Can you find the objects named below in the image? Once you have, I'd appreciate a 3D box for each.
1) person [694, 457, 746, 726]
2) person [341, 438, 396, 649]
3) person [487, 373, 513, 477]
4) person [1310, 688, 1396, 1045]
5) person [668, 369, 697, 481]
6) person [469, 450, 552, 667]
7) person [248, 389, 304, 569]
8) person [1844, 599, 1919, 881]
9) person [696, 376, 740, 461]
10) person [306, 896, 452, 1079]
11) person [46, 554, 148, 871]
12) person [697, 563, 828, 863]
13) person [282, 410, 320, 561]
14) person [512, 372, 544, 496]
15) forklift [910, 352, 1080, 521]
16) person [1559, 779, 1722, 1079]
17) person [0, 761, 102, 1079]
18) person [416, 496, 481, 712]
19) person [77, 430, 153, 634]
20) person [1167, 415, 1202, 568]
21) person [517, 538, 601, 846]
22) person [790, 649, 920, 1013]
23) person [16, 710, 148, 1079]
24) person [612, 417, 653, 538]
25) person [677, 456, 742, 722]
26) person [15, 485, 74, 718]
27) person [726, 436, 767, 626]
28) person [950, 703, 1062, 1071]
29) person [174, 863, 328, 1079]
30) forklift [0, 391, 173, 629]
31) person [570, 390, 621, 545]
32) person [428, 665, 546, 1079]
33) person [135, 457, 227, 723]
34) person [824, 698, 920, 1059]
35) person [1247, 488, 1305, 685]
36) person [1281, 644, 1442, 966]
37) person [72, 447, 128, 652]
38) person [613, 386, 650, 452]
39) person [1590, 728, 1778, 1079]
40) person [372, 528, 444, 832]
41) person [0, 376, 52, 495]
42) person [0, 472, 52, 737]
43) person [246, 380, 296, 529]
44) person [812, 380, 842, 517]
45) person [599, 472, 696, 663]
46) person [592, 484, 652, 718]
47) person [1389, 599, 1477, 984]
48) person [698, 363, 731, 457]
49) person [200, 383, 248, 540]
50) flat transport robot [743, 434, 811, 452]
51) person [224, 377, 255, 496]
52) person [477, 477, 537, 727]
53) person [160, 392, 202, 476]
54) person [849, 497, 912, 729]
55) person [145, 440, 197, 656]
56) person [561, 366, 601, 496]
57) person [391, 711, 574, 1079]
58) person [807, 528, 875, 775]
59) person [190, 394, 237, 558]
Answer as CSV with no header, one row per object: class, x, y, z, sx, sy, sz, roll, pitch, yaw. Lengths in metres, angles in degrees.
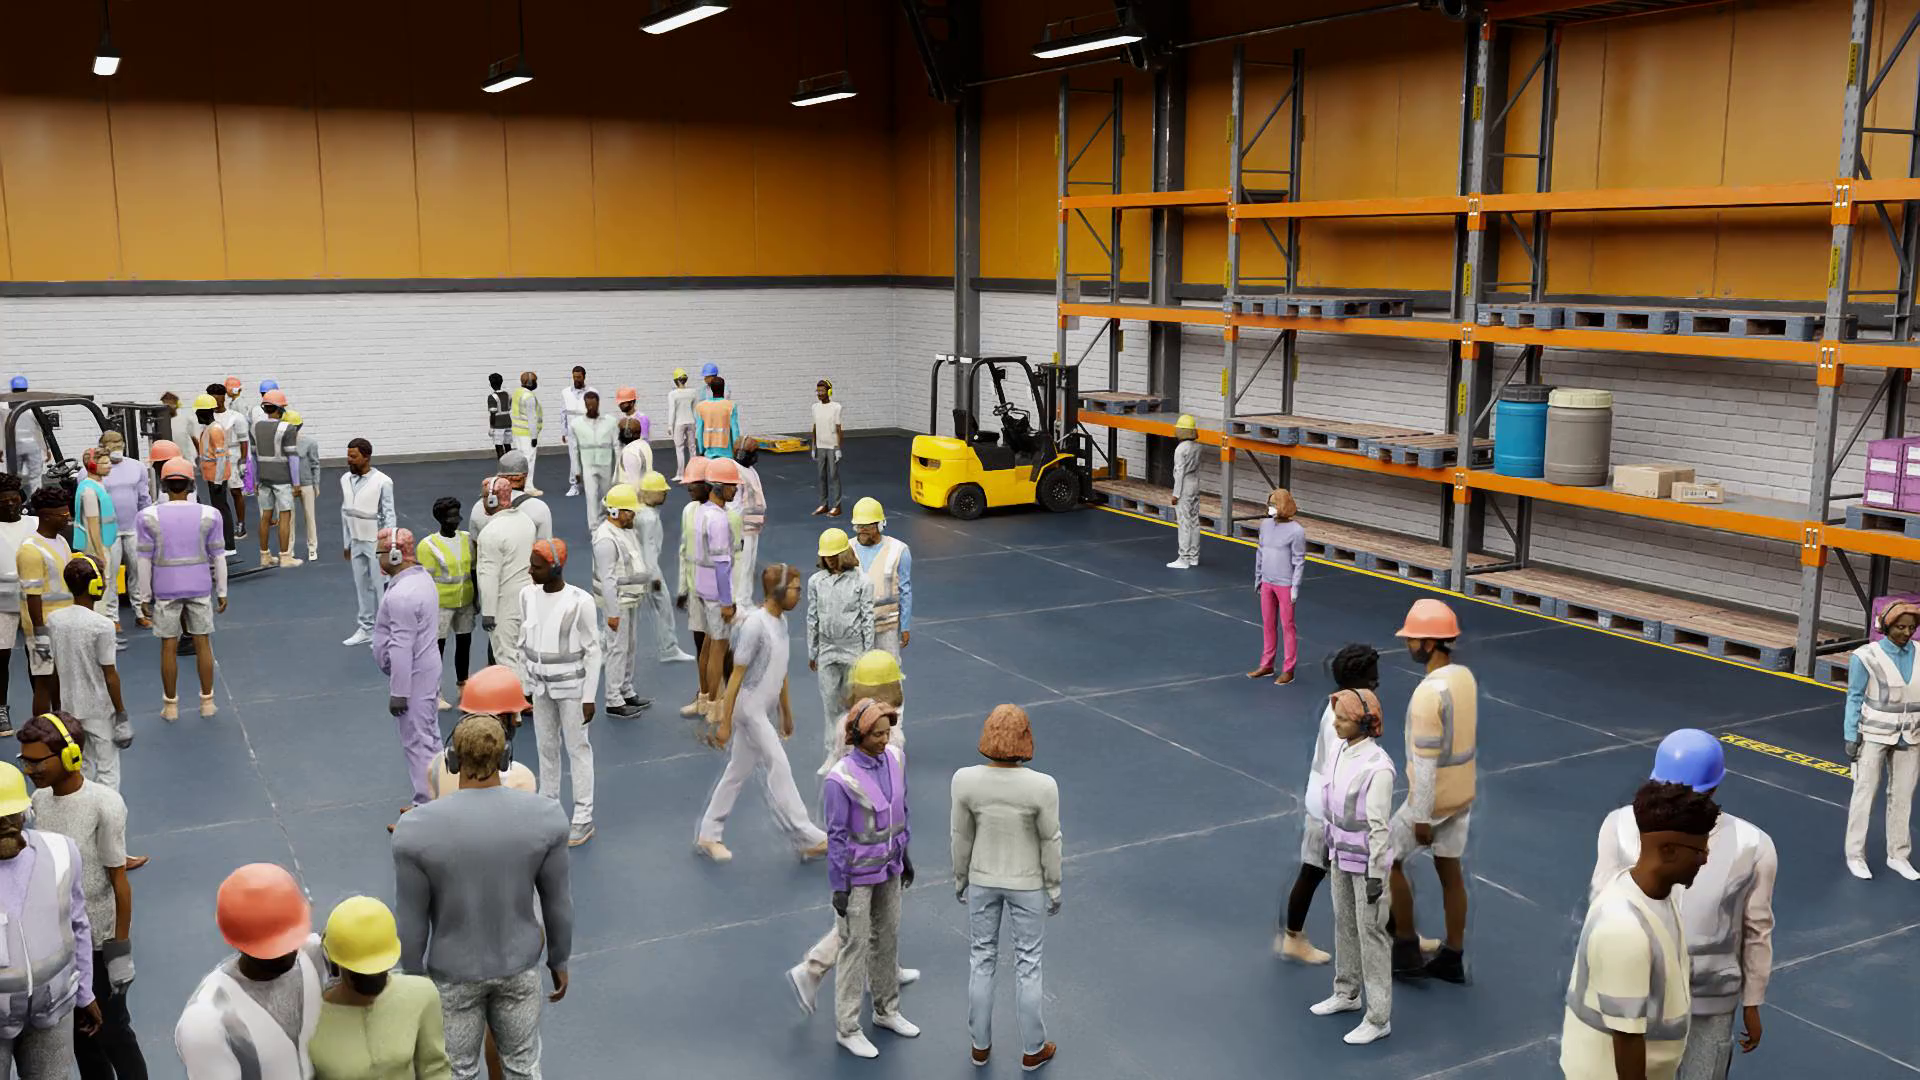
person,-1.811,0.387,12.638,0.395,2.038,0.615,-4,11,-20
person,-5.354,0.027,15.088,0.606,1.917,0.386,5,11,27
person,-7.196,-1.764,26.021,0.322,1.692,0.533,3,10,19
person,1.814,1.468,7.599,0.318,1.630,0.513,-3,10,-15
person,-4.335,-1.794,25.989,0.523,1.767,0.318,-9,13,-43
person,-3.498,0.288,13.202,0.686,2.000,0.535,3,10,15
person,-7.768,-0.695,18.927,0.620,2.030,0.453,4,10,20
person,5.298,1.137,9.501,0.525,1.631,0.320,-1,10,-3
person,-3.230,-1.225,22.267,0.588,1.920,0.390,2,10,11
person,-1.834,1.868,5.094,0.915,1.714,0.533,9,13,42
person,-4.998,1.010,9.582,0.515,1.861,0.321,4,11,24
person,-1.143,1.029,9.701,0.951,1.772,0.582,2,10,9
person,-7.677,-0.623,19.253,0.527,1.763,0.333,-1,10,-8
person,-6.341,-1.556,24.444,0.434,1.835,0.619,-7,12,-33
forklift,0.460,-1.461,22.833,2.313,2.155,1.214,-5,11,-28
person,2.163,1.713,5.271,0.582,1.934,0.654,8,12,37
person,-3.356,1.661,5.894,0.403,1.835,0.587,8,13,40
person,-4.000,0.490,13.051,0.319,1.691,0.536,7,12,37
person,-7.924,-0.080,15.664,0.385,1.929,0.635,9,13,41
person,2.557,-0.551,18.891,0.294,1.744,0.486,7,12,36
person,-2.433,0.912,10.069,0.575,1.882,0.359,5,11,27
person,-0.494,1.375,7.854,0.713,1.719,0.487,-7,12,-34
person,-3.389,1.561,6.426,0.526,1.856,0.344,5,11,26
person,-3.471,-0.387,17.663,0.429,1.841,0.633,1,10,3
person,-1.935,0.375,12.708,0.616,2.041,0.387,9,13,41
person,-6.385,0.588,11.723,0.382,1.958,0.605,-1,10,-6
person,-2.069,-0.086,15.974,0.429,1.833,0.634,1,10,7
person,0.205,1.517,7.300,0.499,1.634,0.279,3,10,16
person,-2.041,1.808,4.901,0.608,1.882,0.577,4,11,23
forklift,-9.026,-0.363,16.508,1.214,2.155,2.313,6,11,29
person,-4.514,-0.919,20.677,0.609,1.865,0.916,-3,10,-15
person,-1.904,1.463,6.804,0.558,1.924,0.425,6,12,31
person,-5.942,0.378,12.725,0.619,2.029,0.410,-6,11,-29
person,-0.410,1.495,7.442,0.319,1.631,0.524,7,12,35
person,2.647,0.379,13.850,0.285,1.633,0.497,-7,12,-35
person,2.006,1.340,8.215,0.842,1.660,0.541,4,11,24
person,-7.754,0.085,14.940,0.377,1.841,0.567,-4,11,-24
person,-4.093,-0.955,20.693,0.594,1.922,0.414,9,13,43
person,2.553,1.599,5.948,0.610,1.936,0.410,5,11,25
person,-3.431,0.860,10.343,0.399,1.899,0.636,-1,10,-8
person,-12.487,-1.223,22.207,0.660,1.932,0.444,-4,11,-20
person,-7.034,0.465,12.397,0.604,1.966,0.367,-9,14,-43
person,-8.889,-1.099,21.493,0.605,1.939,0.415,3,10,16
person,-1.808,-1.246,22.576,0.501,1.861,0.328,6,11,30
person,-2.781,0.252,14.390,0.864,1.704,0.494,-1,10,-8
person,-2.615,0.468,12.822,0.403,1.817,0.603,0,10,2
person,2.266,1.230,8.153,0.597,1.916,0.563,10,14,44
person,-3.667,-1.665,24.755,0.615,1.940,0.416,6,12,32
person,-9.165,-0.979,20.712,0.609,1.964,0.367,1,10,8
flat transport robot,-3.388,-1.762,30.097,0.652,0.197,1.431,-9,13,-41
person,-10.613,-1.517,24.422,0.342,1.748,0.572,-7,12,-35
person,-3.452,0.467,12.601,0.394,1.900,0.646,2,10,13
person,-10.009,-1.010,21.358,0.564,1.823,0.975,-2,10,-12
person,-0.640,0.591,12.097,0.596,1.826,0.403,3,10,15
person,-6.973,0.070,14.791,0.387,1.929,0.547,0,10,-3
person,-5.553,-1.596,24.402,0.593,1.920,0.391,0,10,3
person,-1.737,1.577,6.120,0.635,1.929,0.381,-5,11,-25
person,-0.820,0.769,11.334,0.489,1.728,0.323,3,10,17
person,-8.761,-0.752,19.517,0.385,1.925,0.592,-6,11,-30
